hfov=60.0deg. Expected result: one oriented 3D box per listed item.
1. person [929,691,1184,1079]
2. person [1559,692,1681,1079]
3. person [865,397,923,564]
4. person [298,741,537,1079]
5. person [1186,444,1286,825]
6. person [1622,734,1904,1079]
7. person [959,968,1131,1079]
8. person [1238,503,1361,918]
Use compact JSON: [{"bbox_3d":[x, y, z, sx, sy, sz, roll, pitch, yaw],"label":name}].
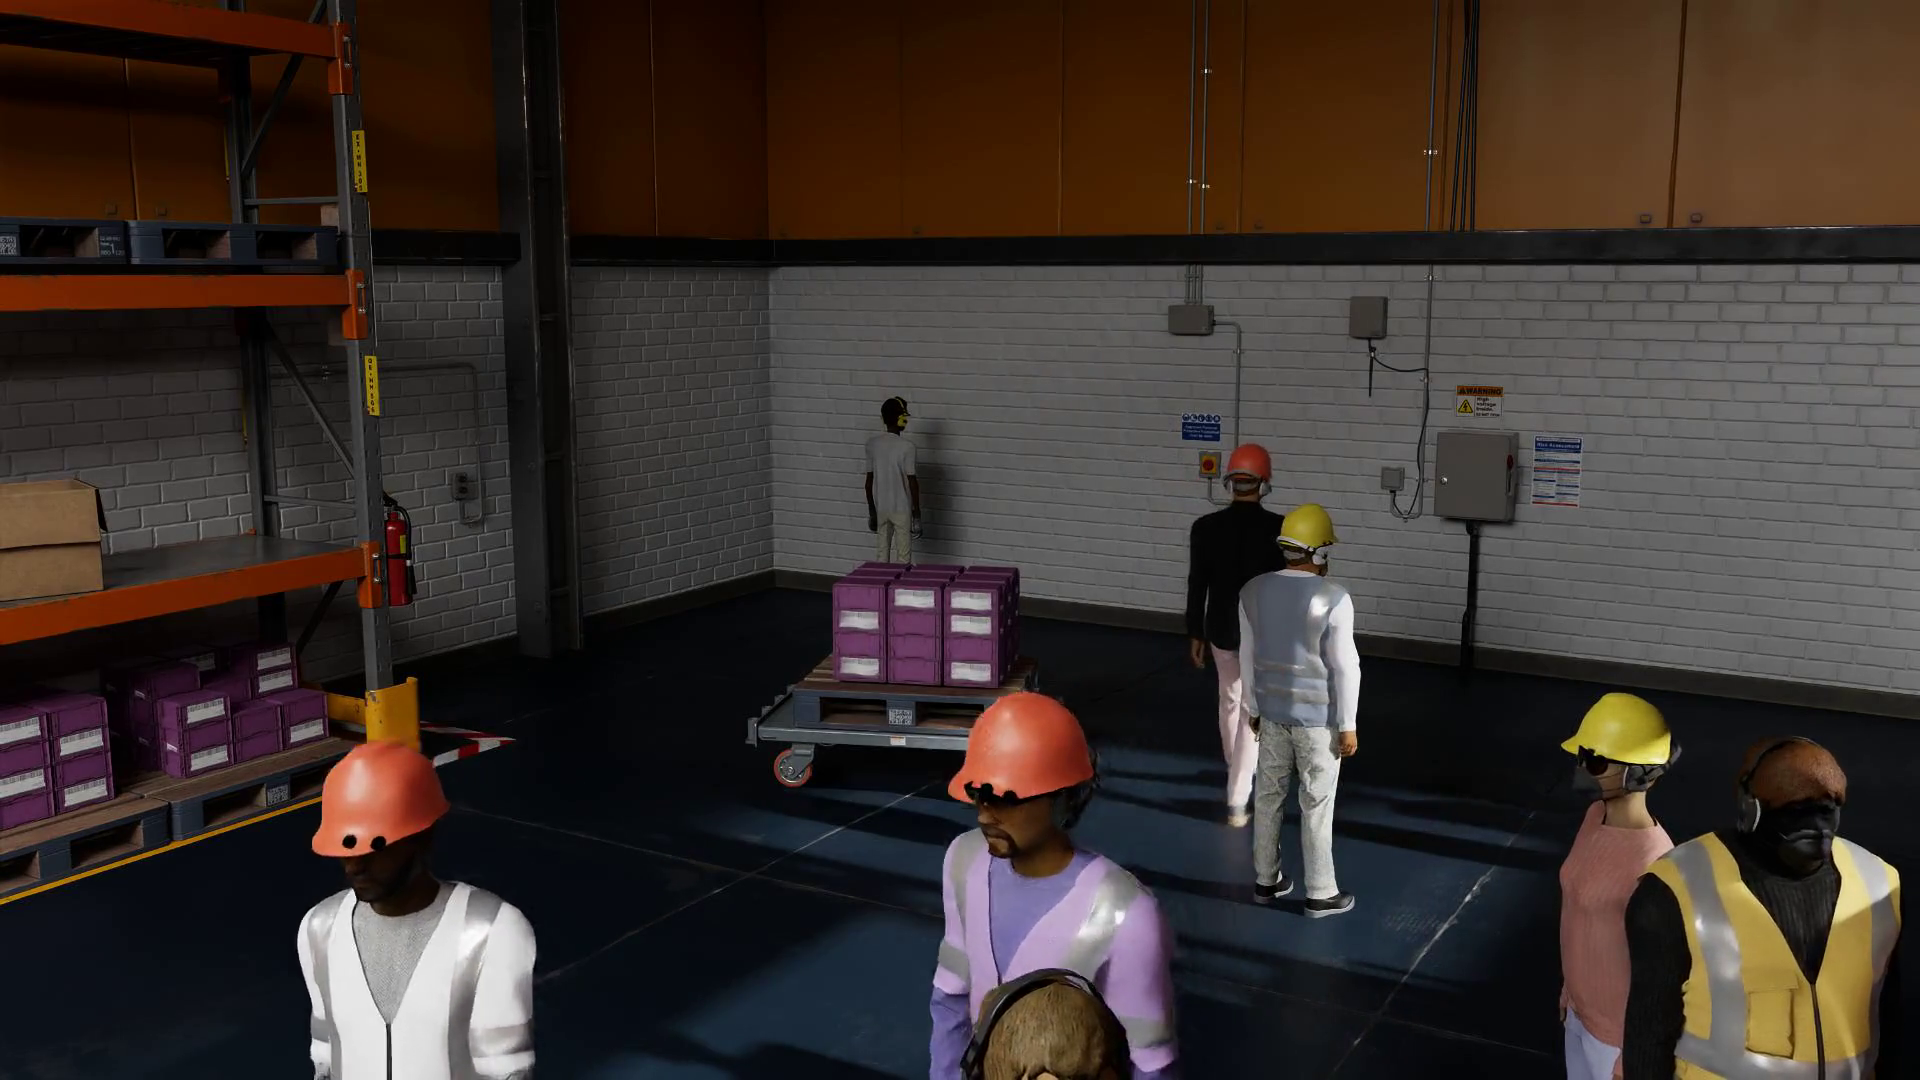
[{"bbox_3d":[0.243,1.276,3.657,1.068,1.993,0.597,-7,11,-36],"label":"person"},{"bbox_3d":[1.696,1.265,4.372,0.308,1.772,0.526,0,9,2],"label":"person"},{"bbox_3d":[-0.515,-0.202,13.214,0.514,1.872,0.328,6,11,31],"label":"person"},{"bbox_3d":[-1.143,1.332,3.577,0.544,1.896,0.985,1,9,6],"label":"person"},{"bbox_3d":[1.552,0.465,8.808,0.617,1.951,0.888,5,10,28],"label":"person"},{"bbox_3d":[1.813,1.329,3.777,0.619,1.835,0.430,0,9,-3],"label":"person"},{"bbox_3d":[0.109,1.513,2.299,0.628,1.940,0.373,-6,11,-31],"label":"person"},{"bbox_3d":[1.522,0.748,7.392,0.586,1.835,0.403,9,13,44],"label":"person"}]
